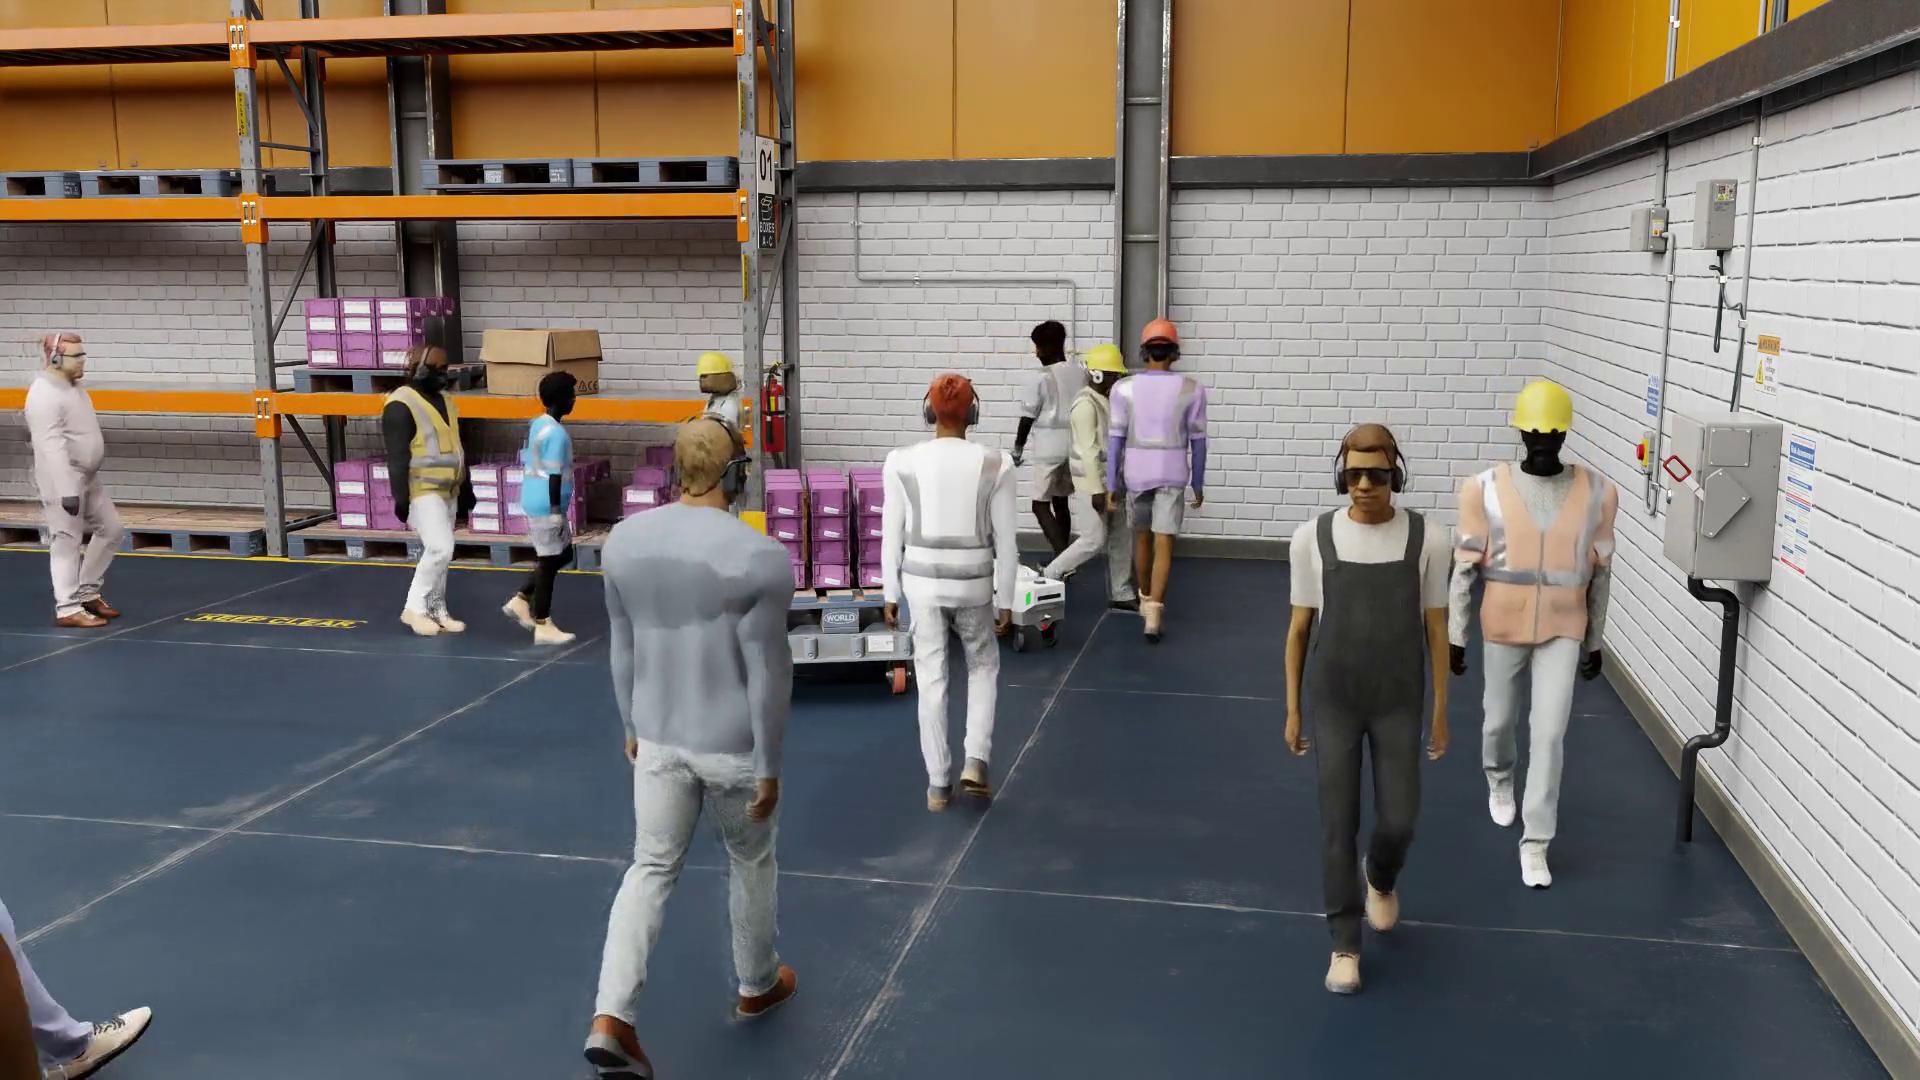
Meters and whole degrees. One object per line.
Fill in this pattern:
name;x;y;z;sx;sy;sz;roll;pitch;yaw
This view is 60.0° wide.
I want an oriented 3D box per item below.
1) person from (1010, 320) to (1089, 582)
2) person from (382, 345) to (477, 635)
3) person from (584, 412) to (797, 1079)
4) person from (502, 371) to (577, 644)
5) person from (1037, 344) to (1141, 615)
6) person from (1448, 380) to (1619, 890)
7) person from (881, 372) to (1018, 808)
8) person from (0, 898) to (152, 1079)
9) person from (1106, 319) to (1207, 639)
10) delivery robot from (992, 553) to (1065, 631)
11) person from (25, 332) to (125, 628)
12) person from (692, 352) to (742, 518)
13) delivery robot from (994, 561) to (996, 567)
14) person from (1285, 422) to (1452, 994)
person;0.701;-0.643;12.133;0.601;1.923;0.700;-8;12;-41
person;-3.302;-0.300;10.399;0.446;1.819;0.624;2;10;11
person;-0.777;0.587;4.788;0.630;1.913;0.930;3;10;18
person;-2.516;-0.189;10.128;0.431;1.677;0.549;-3;10;-18
person;0.890;-0.390;10.961;0.720;1.803;0.597;4;10;23
person;2.223;0.310;6.507;0.599;1.891;0.921;2;10;14
person;-0.048;0.220;7.099;0.581;1.874;0.410;0;9;2
person;-2.732;0.739;4.427;0.545;1.717;0.932;7;12;35
person;1.236;-0.387;10.484;0.612;1.998;1.021;3;10;16
delivery robot;0.318;0.323;10.149;0.477;0.478;0.707;-7;12;-37
person;-5.595;-0.369;10.571;0.485;1.890;0.686;-2;10;-9
person;-1.640;-0.419;11.345;0.373;1.727;0.506;-5;11;-27
delivery robot;0.000;0.214;10.803;0.477;0.478;0.707;-5;11;-30
person;1.317;0.522;5.405;0.527;1.827;0.542;2;10;14
